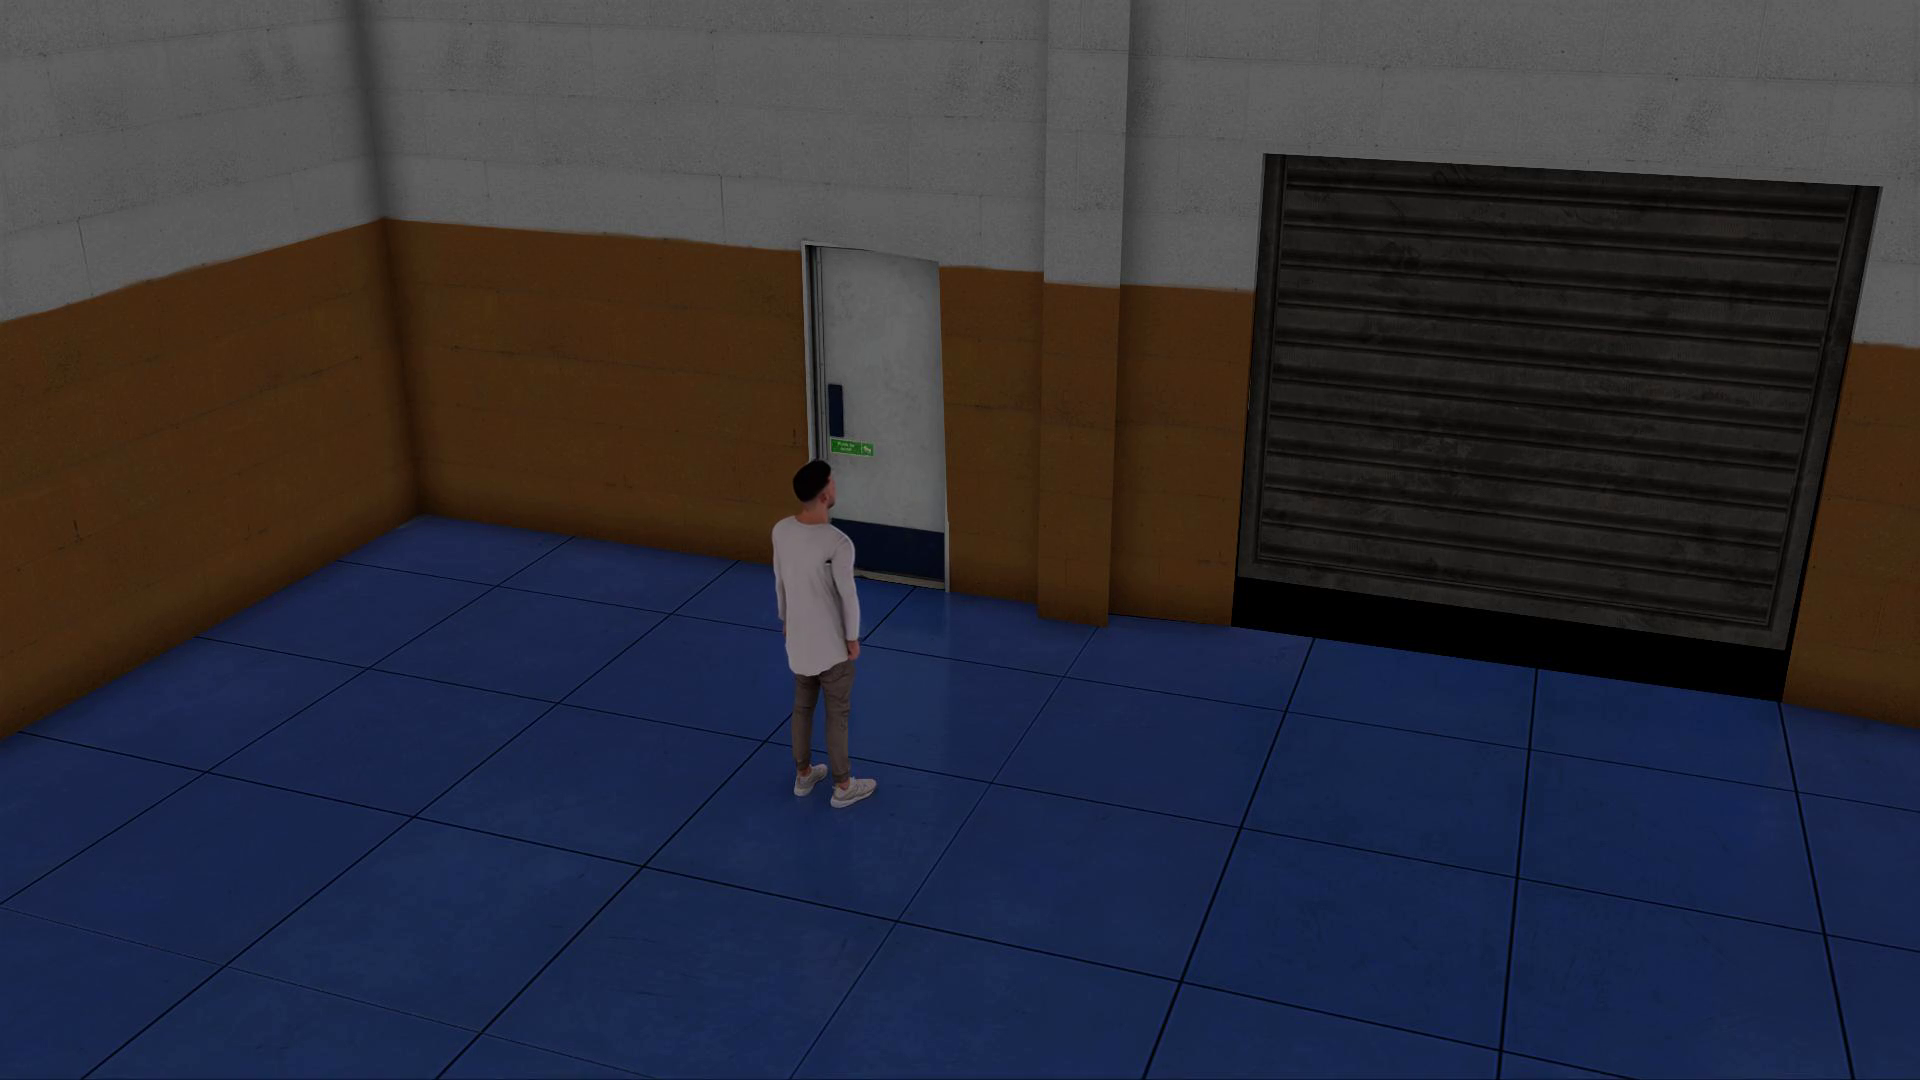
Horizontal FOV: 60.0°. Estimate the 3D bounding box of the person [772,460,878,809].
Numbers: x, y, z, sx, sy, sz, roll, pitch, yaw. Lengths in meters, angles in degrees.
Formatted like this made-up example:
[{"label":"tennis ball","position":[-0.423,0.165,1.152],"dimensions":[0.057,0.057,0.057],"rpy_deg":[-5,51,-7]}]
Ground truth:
[{"label":"person","position":[-0.709,0.468,8.389],"dimensions":[0.599,1.840,0.779],"rpy_deg":[15,26,33]}]
